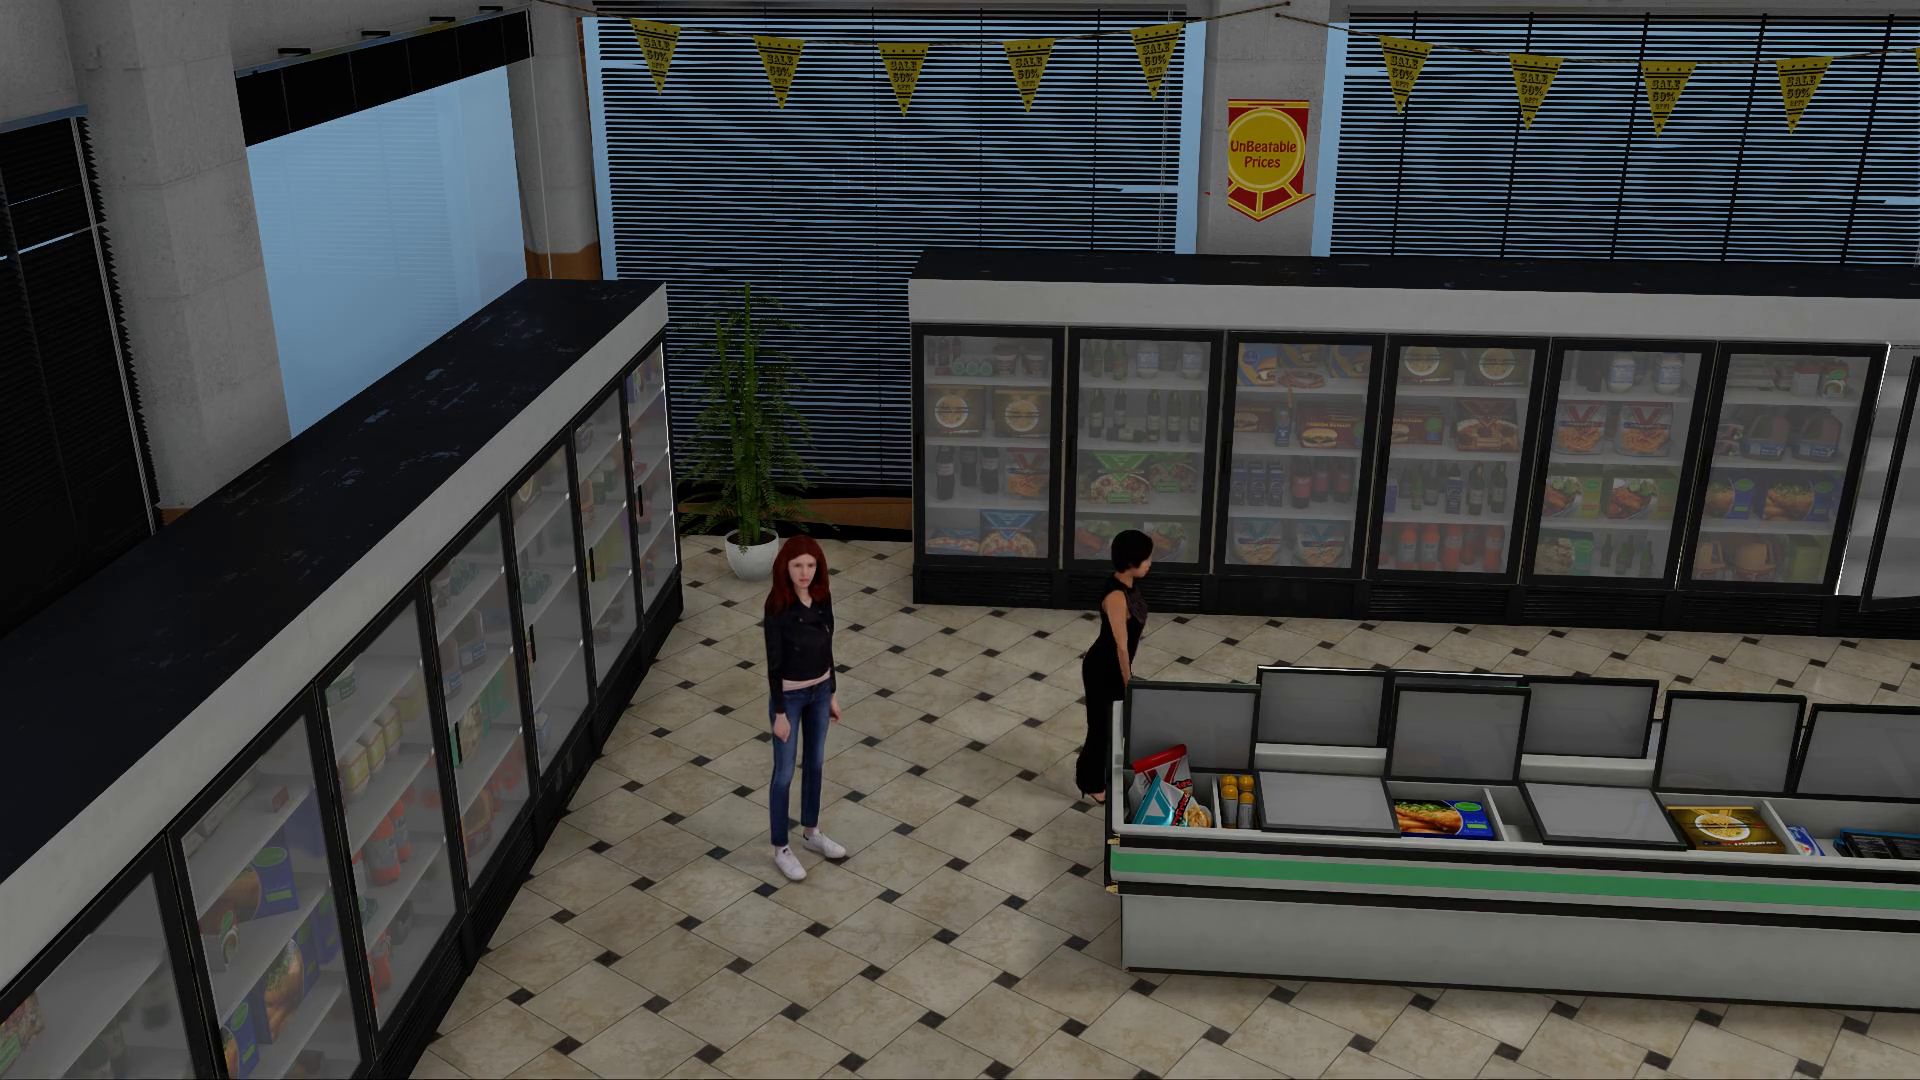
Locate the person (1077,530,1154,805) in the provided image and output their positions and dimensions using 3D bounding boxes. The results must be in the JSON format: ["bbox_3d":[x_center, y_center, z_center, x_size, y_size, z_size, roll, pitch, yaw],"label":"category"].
[{"bbox_3d":[0.705,0.696,8.830,0.615,1.582,0.610,5,22,11],"label":"person"}]

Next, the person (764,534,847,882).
[{"bbox_3d":[-0.791,0.808,8.271,0.669,1.789,0.720,-20,29,-40],"label":"person"}]
